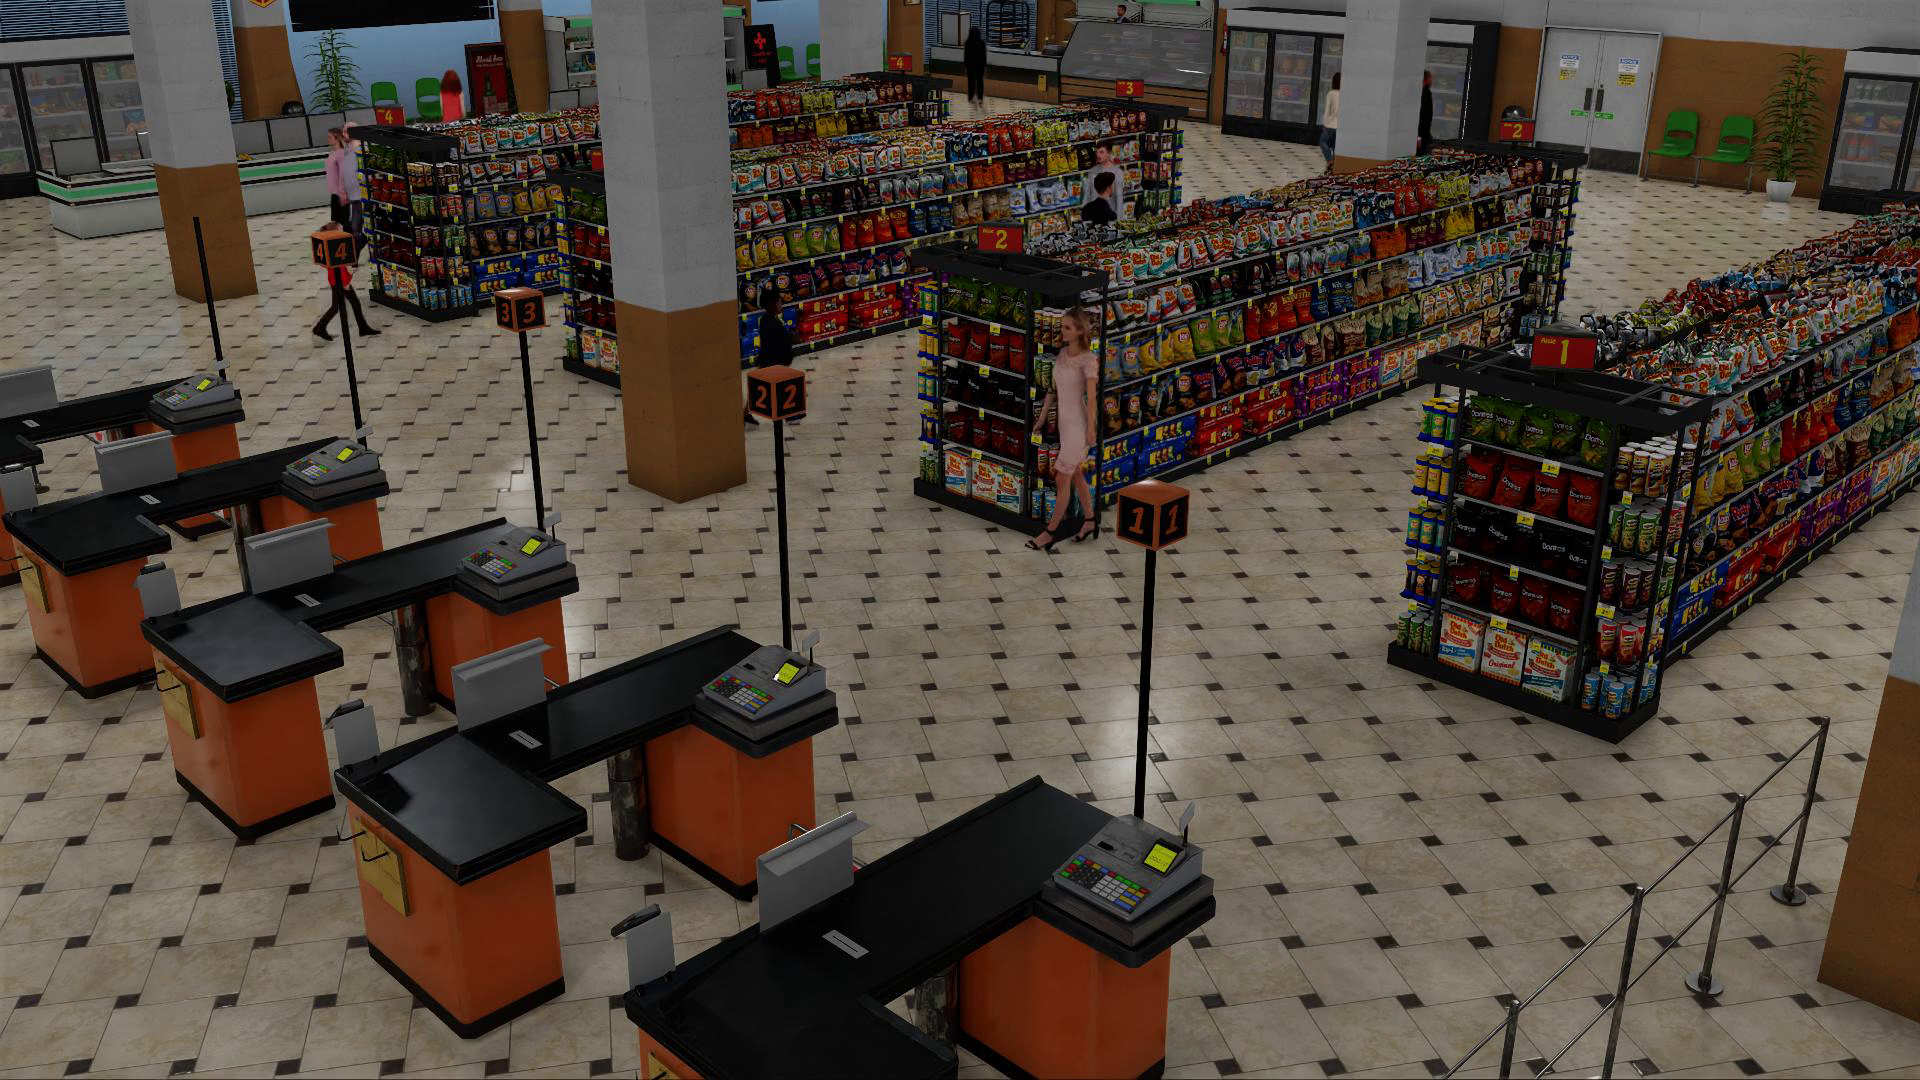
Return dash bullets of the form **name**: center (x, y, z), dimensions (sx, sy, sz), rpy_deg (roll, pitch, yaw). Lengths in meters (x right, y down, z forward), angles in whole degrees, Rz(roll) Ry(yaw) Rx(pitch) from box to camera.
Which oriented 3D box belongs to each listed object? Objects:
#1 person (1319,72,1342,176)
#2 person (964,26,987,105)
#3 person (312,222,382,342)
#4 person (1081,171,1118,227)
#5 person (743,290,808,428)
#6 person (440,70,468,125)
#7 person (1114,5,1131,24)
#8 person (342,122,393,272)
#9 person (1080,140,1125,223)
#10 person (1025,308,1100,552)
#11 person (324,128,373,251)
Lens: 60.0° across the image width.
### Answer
- **person**: center (6.183, -6.771, 27.201), dimensions (0.657, 1.668, 0.782), rpy_deg (-9, 24, -21)
- **person**: center (0.329, -10.272, 35.983), dimensions (0.760, 1.617, 0.821), rpy_deg (0, 22, 0)
- **person**: center (-6.655, -2.732, 17.695), dimensions (0.976, 1.260, 0.795), rpy_deg (-5, 22, -13)
- **person**: center (1.358, -2.814, 17.069), dimensions (0.703, 1.881, 0.730), rpy_deg (-15, 27, -33)
- **person**: center (-1.753, -1.594, 14.884), dimensions (0.916, 1.245, 0.592), rpy_deg (-16, 27, -34)
- **person**: center (-8.015, -6.444, 26.242), dimensions (1.060, 1.776, 1.148), rpy_deg (1, 22, 2)
- **person**: center (3.718, -11.421, 38.506), dimensions (0.565, 1.868, 0.624), rpy_deg (-20, 29, -40)
- **person**: center (-7.434, -4.313, 20.920), dimensions (0.696, 1.790, 1.244), rpy_deg (20, 29, 41)
- **person**: center (1.733, -3.762, 19.492), dimensions (0.693, 1.833, 0.621), rpy_deg (-20, 29, -40)
- **person**: center (0.901, -0.817, 12.197), dimensions (0.979, 1.806, 0.786), rpy_deg (-10, 24, -23)
- **person**: center (-7.885, -4.452, 21.415), dimensions (0.806, 1.679, 0.692), rpy_deg (-14, 26, -32)
